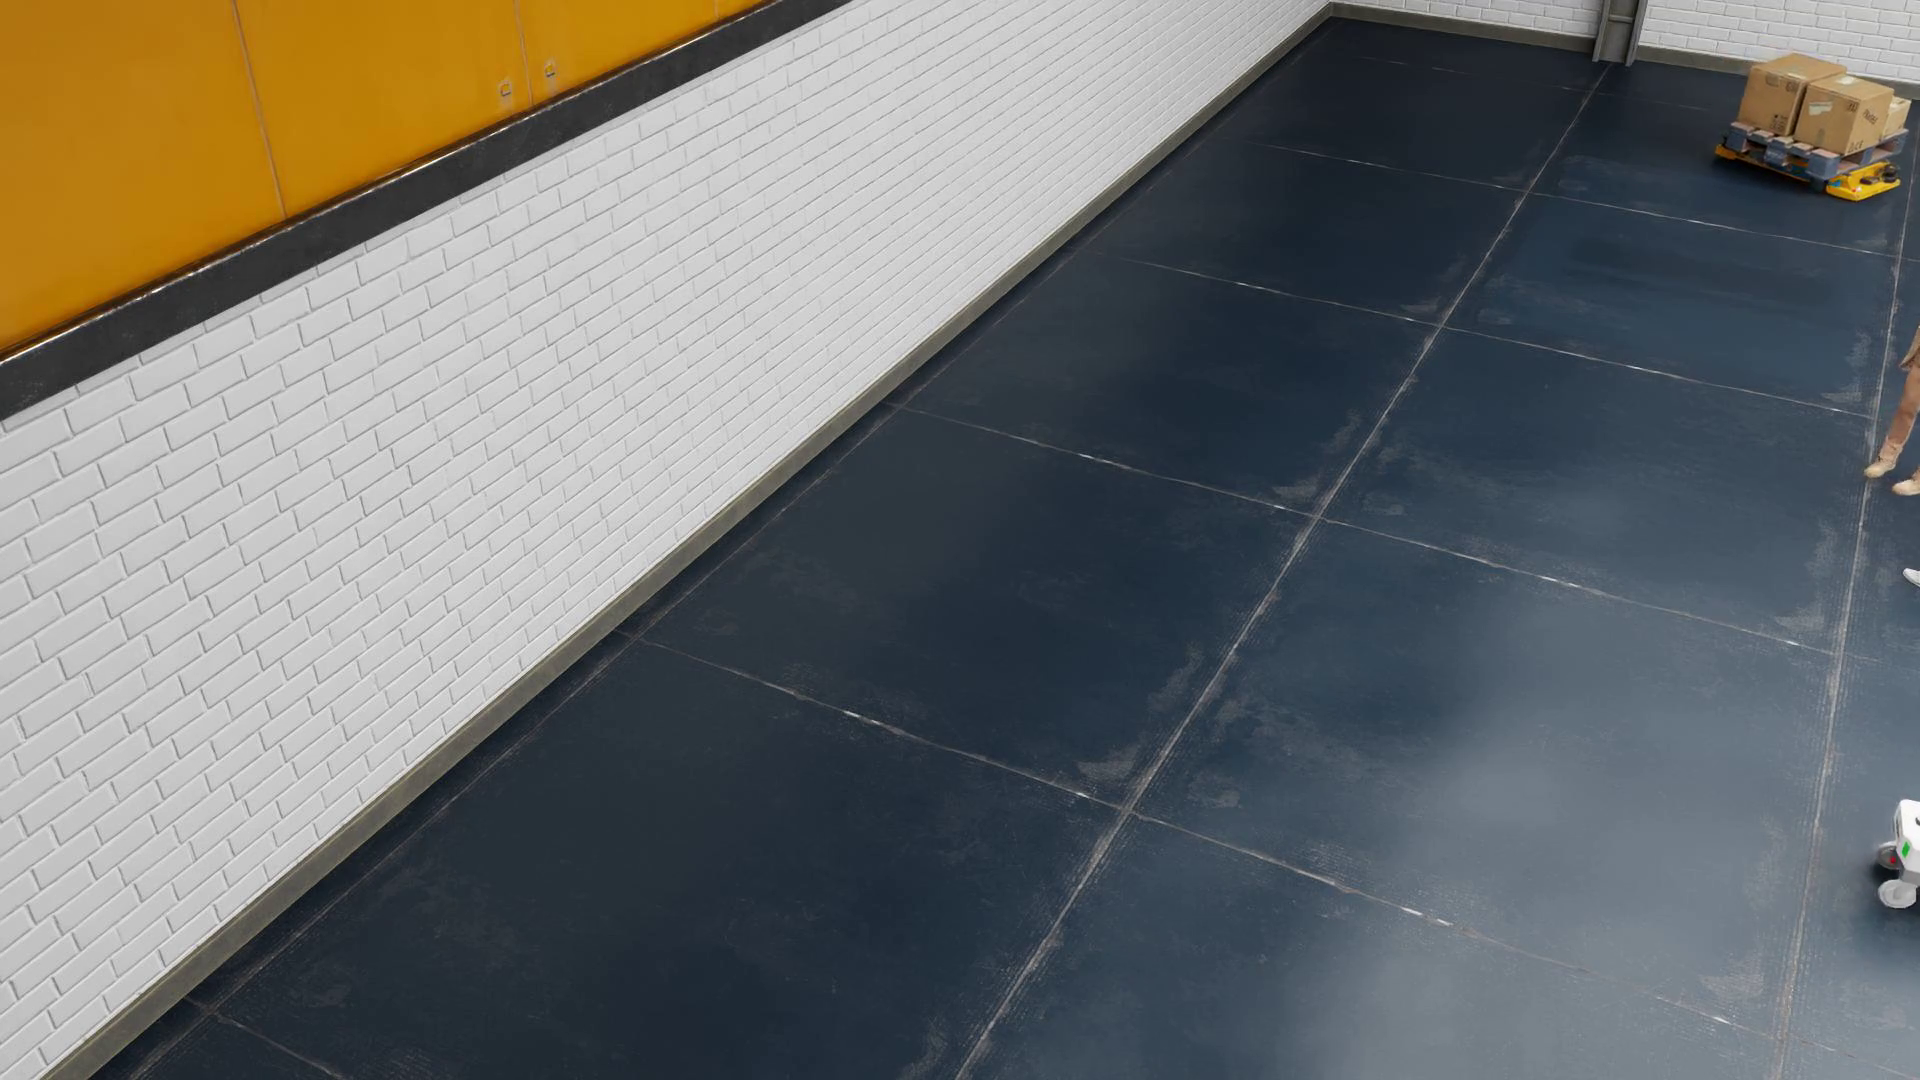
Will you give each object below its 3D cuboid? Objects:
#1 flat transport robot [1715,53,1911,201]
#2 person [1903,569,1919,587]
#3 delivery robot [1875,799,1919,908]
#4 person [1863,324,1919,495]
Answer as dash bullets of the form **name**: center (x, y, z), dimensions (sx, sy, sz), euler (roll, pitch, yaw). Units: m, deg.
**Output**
- **flat transport robot**: center (7.690, -3.440, 15.095), dimensions (0.659, 0.231, 1.431), euler (-21, 39, -28)
- **person**: center (5.784, -0.467, 9.358), dimensions (0.484, 1.735, 0.307), euler (-6, 34, -8)
- **delivery robot**: center (4.627, 1.474, 7.542), dimensions (0.814, 0.610, 0.499), euler (13, 36, 18)
- **person**: center (6.075, -1.089, 10.287), dimensions (0.331, 1.737, 0.482), euler (-14, 36, -19)
